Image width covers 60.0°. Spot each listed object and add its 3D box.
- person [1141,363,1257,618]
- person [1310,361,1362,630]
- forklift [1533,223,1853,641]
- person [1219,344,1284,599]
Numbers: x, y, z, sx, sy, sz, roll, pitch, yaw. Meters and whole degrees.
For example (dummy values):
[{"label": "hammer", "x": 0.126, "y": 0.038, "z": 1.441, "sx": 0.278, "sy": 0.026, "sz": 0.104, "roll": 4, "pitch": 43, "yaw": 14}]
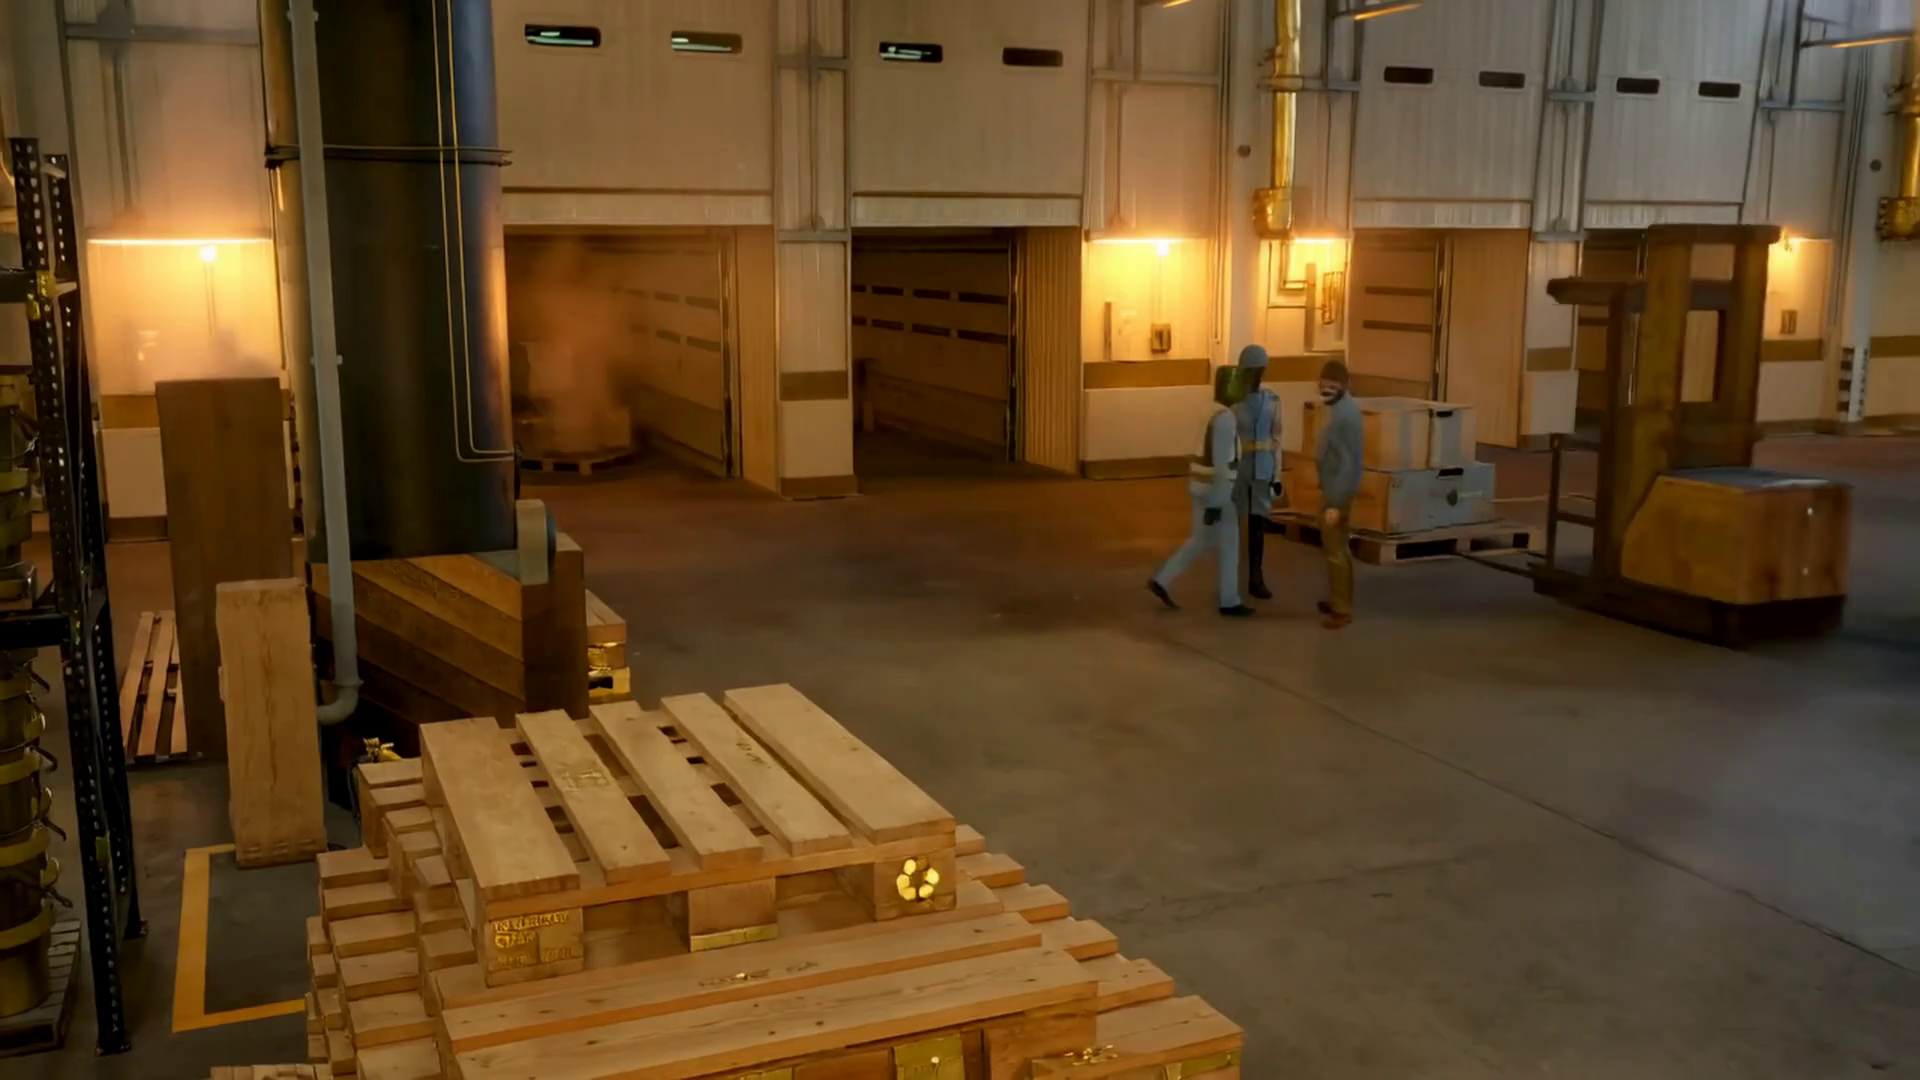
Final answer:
[{"label": "person", "x": 1.726, "y": -0.336, "z": 11.895, "sx": 0.778, "sy": 1.859, "sz": 0.585, "roll": -2, "pitch": 11, "yaw": -12}, {"label": "person", "x": 2.633, "y": -0.332, "z": 11.775, "sx": 0.374, "sy": 1.902, "sz": 0.784, "roll": 0, "pitch": 10, "yaw": -1}, {"label": "forklift", "x": 5.253, "y": -0.840, "z": 11.814, "sx": 1.129, "sy": 2.768, "sz": 1.873, "roll": -4, "pitch": 11, "yaw": -23}, {"label": "person", "x": 2.181, "y": -0.508, "z": 12.574, "sx": 0.545, "sy": 1.942, "sz": 0.350, "roll": -2, "pitch": 10, "yaw": -10}]
